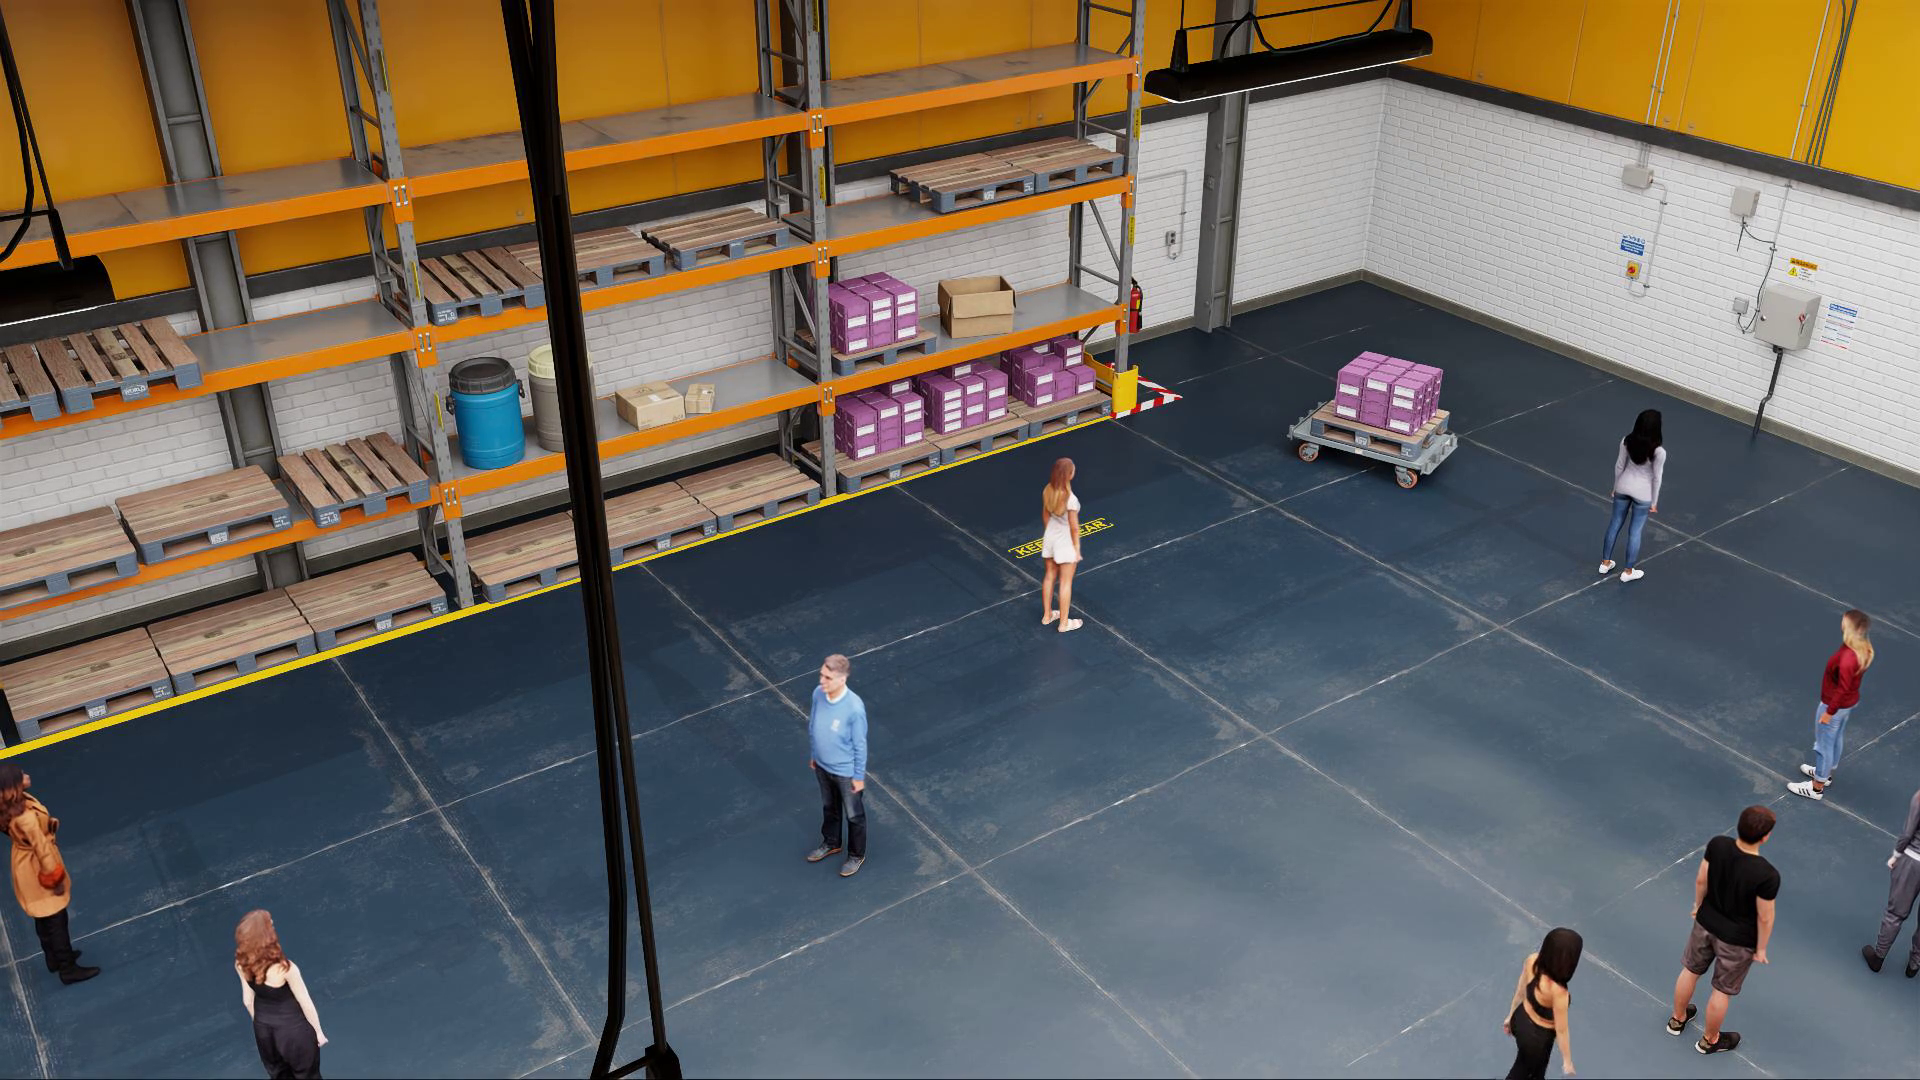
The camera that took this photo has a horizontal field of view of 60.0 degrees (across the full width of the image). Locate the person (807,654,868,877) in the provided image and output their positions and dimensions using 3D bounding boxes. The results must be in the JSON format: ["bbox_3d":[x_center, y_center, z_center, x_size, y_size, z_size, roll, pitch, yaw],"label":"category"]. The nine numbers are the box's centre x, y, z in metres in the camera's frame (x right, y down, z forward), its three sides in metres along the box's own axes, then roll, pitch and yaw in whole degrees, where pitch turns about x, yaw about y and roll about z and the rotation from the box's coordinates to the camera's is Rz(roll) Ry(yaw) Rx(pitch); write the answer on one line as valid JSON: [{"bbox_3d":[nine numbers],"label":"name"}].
[{"bbox_3d":[-0.873,1.592,12.035,0.715,1.820,0.672,21,35,33],"label":"person"}]

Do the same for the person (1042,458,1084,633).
[{"bbox_3d":[0.903,0.032,15.026,0.572,1.696,0.582,-22,35,-34],"label":"person"}]

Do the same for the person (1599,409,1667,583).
[{"bbox_3d":[6.419,-0.439,15.850,0.546,1.734,0.620,-22,36,-35],"label":"person"}]

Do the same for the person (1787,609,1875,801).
[{"bbox_3d":[6.777,1.256,12.847,0.691,1.634,0.504,25,38,38],"label":"person"}]

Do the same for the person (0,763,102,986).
[{"bbox_3d":[-6.104,2.196,11.033,0.731,1.720,0.668,23,36,36],"label":"person"}]

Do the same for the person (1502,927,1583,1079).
[{"bbox_3d":[3.289,2.934,9.781,0.931,1.625,0.790,-5,29,-10],"label":"person"}]

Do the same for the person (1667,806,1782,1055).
[{"bbox_3d":[4.808,2.430,10.457,0.568,1.862,0.678,-17,33,-29],"label":"person"}]

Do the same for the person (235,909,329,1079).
[{"bbox_3d":[-3.981,2.875,9.760,0.653,1.748,0.718,4,29,7],"label":"person"}]

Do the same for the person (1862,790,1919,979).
[{"bbox_3d":[6.413,2.162,11.033,0.651,1.780,0.679,9,30,17],"label":"person"}]
